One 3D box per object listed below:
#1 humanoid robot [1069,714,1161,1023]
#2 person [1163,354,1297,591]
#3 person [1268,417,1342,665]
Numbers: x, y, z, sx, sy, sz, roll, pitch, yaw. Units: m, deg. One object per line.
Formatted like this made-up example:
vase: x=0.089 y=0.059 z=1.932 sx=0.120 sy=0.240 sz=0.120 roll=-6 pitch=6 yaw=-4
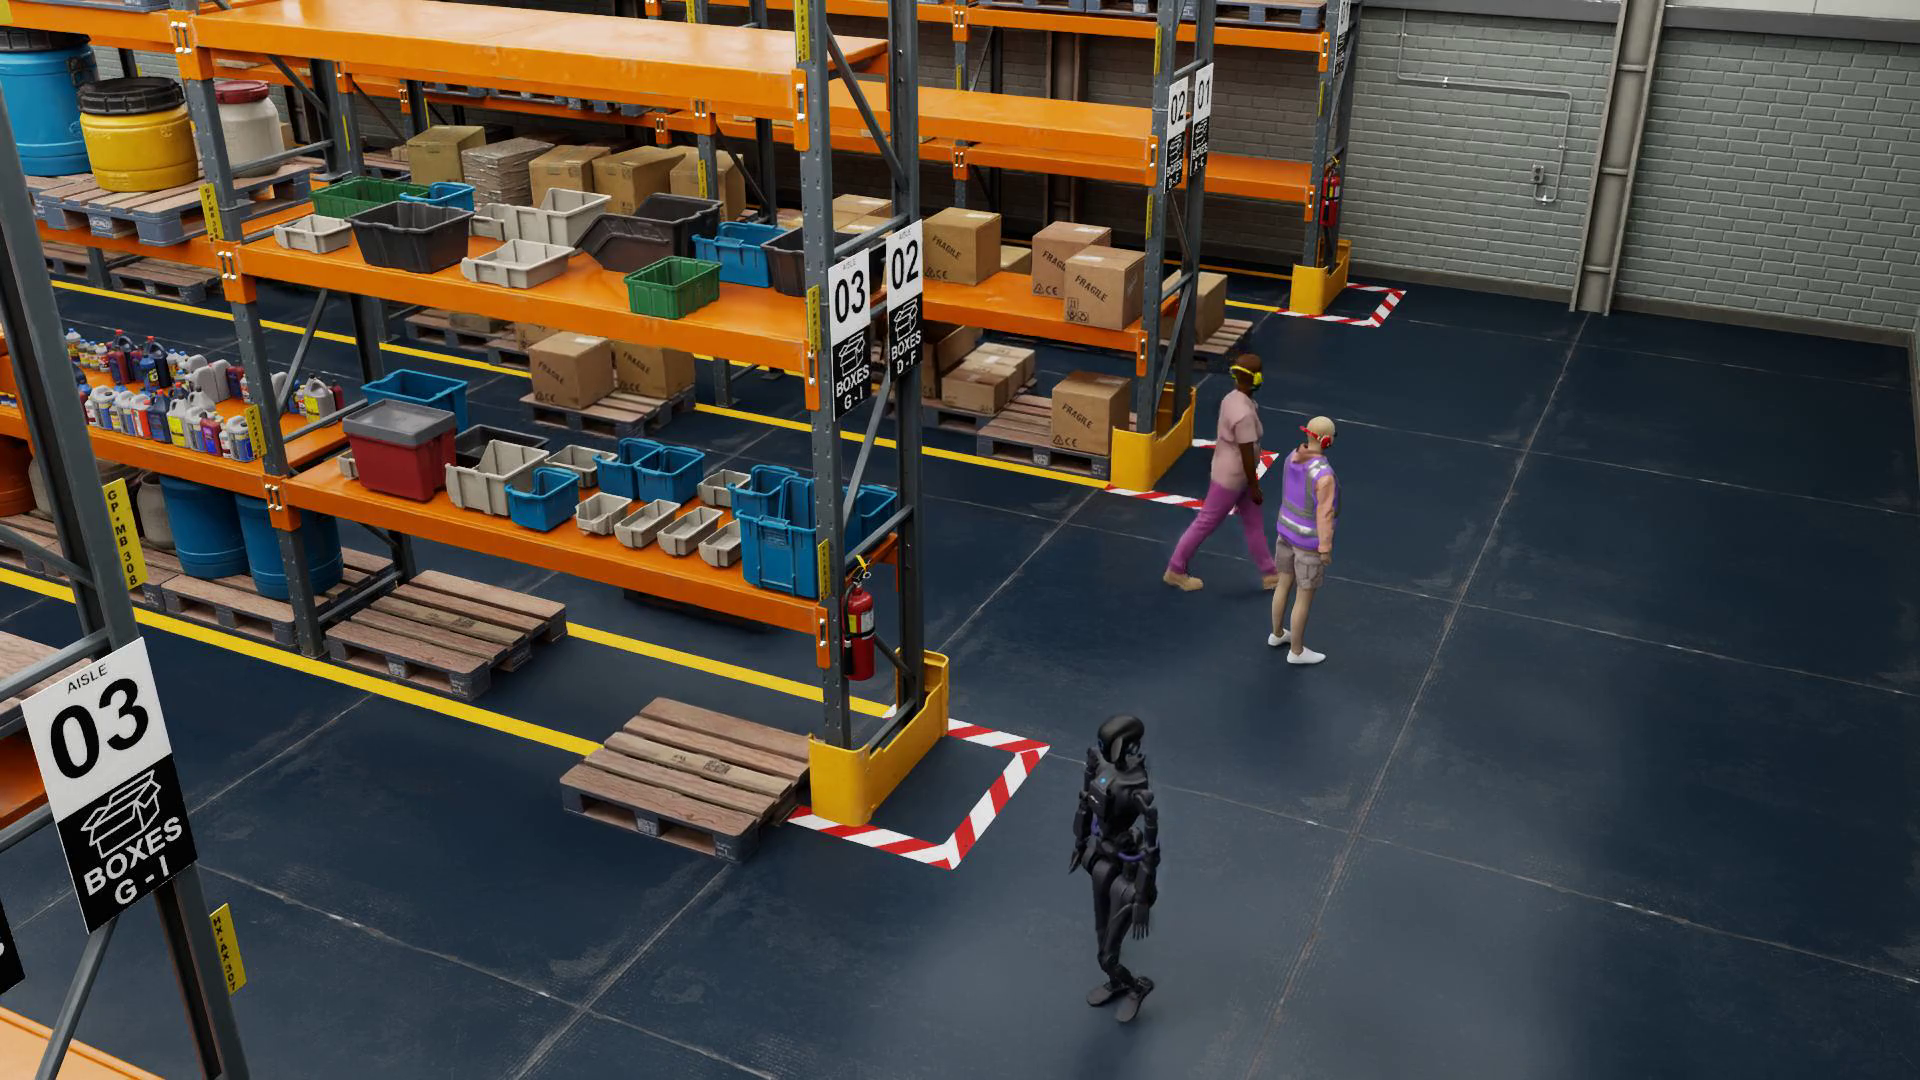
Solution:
humanoid robot: x=0.727 y=1.504 z=7.659 sx=0.370 sy=1.648 sz=0.596 roll=-15 pitch=30 yaw=-28
person: x=1.909 y=-0.439 z=11.531 sx=0.980 sy=1.736 sz=0.548 roll=3 pitch=26 yaw=6
person: x=2.215 y=-0.001 z=10.703 sx=0.348 sy=1.689 sz=0.489 roll=-10 pitch=28 yaw=-20
